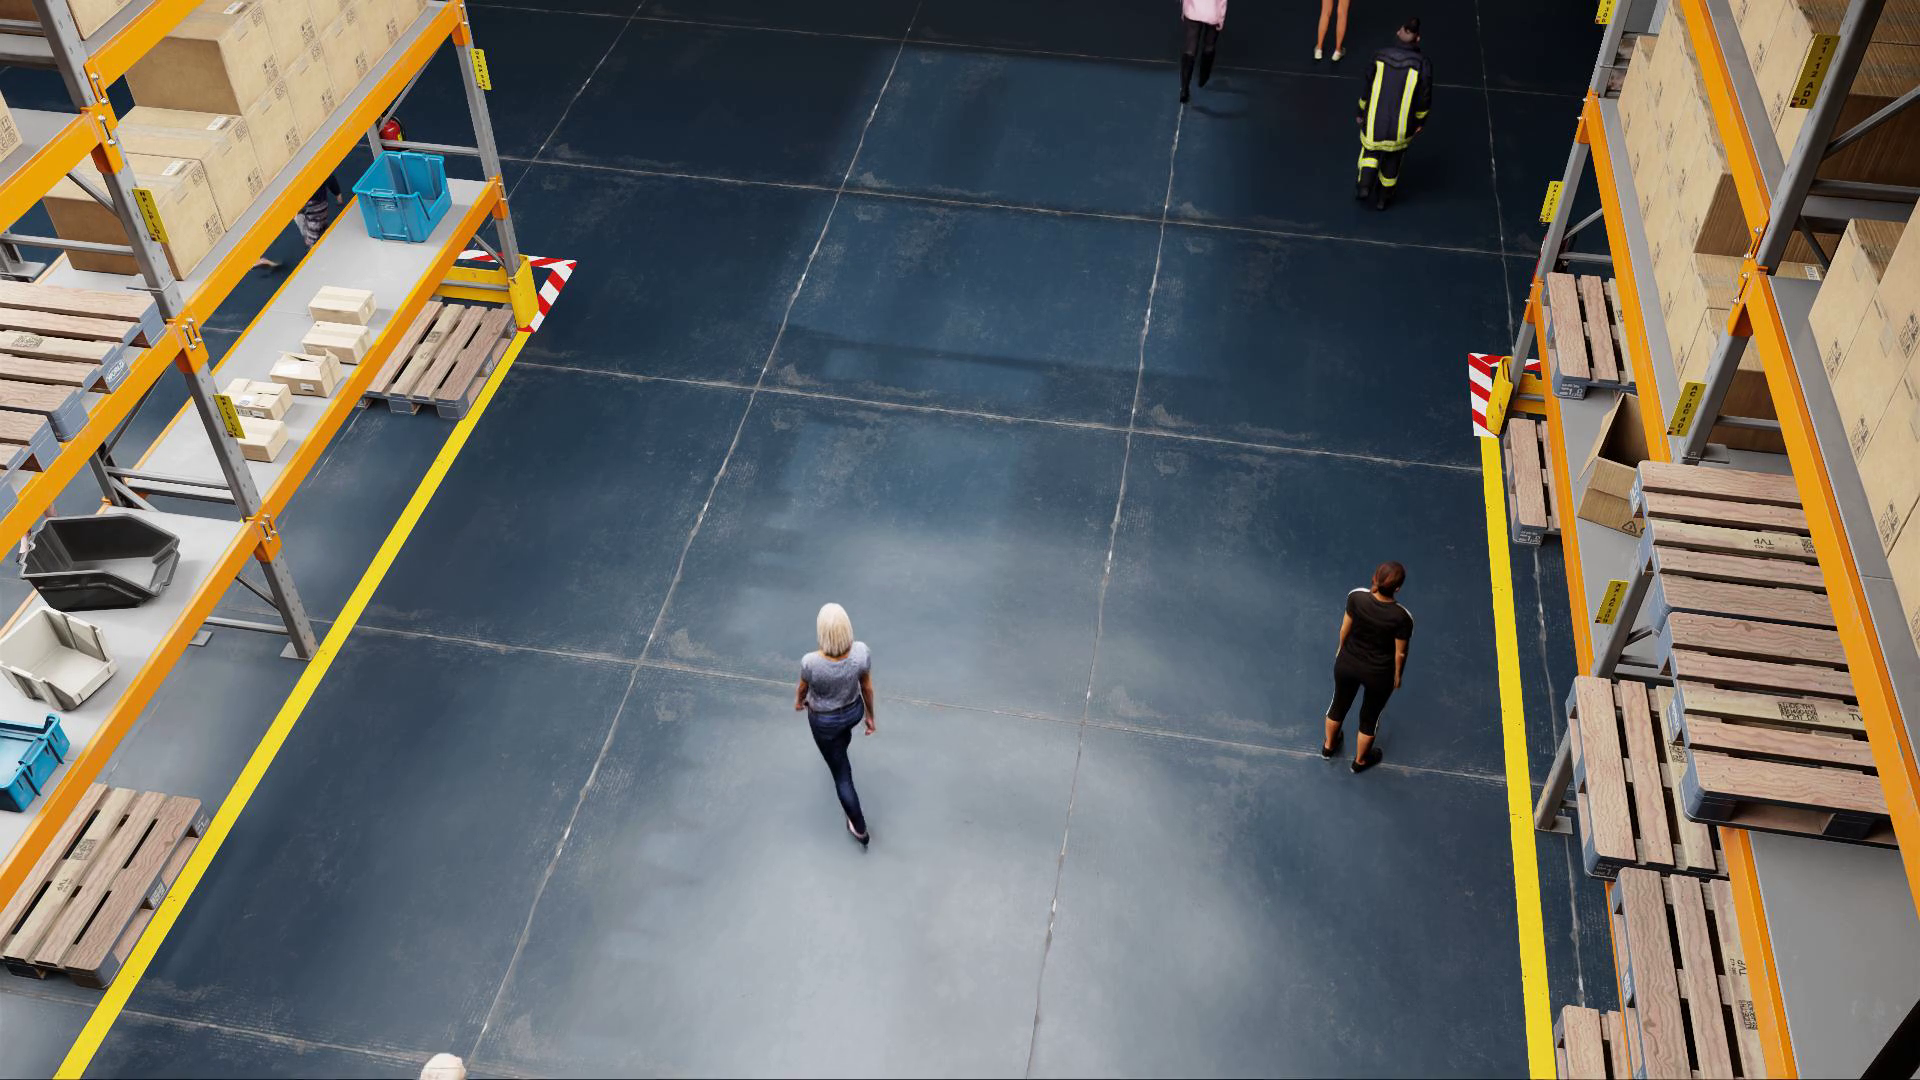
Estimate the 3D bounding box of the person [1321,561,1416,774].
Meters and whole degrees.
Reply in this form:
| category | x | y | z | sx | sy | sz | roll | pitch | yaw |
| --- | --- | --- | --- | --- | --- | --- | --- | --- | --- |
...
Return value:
| category | x | y | z | sx | sy | sz | roll | pitch | yaw |
| --- | --- | --- | --- | --- | --- | --- | --- | --- | --- |
| person | 2.454 | 0.753 | 10.028 | 0.651 | 1.668 | 0.647 | 28 | 50 | 26 |

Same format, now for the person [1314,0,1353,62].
| category | x | y | z | sx | sy | sz | roll | pitch | yaw |
| --- | --- | --- | --- | --- | --- | --- | --- | --- | --- |
| person | 3.823 | -5.696 | 16.709 | 0.600 | 1.791 | 0.586 | 13 | 45 | 13 |

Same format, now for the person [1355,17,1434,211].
| category | x | y | z | sx | sy | sz | roll | pitch | yaw |
| --- | --- | --- | --- | --- | --- | --- | --- | --- | --- |
| person | 3.755 | -3.694 | 14.563 | 0.842 | 1.851 | 0.816 | 15 | 46 | 15 |

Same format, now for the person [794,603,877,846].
| category | x | y | z | sx | sy | sz | roll | pitch | yaw |
| --- | --- | --- | --- | --- | --- | --- | --- | --- | --- |
| person | -0.689 | 1.093 | 9.666 | 0.999 | 1.676 | 1.174 | -18 | 46 | -18 |

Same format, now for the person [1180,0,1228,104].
| category | x | y | z | sx | sy | sz | roll | pitch | yaw |
| --- | --- | --- | --- | --- | --- | --- | --- | --- | --- |
| person | 2.333 | -5.042 | 16.117 | 0.705 | 1.660 | 1.092 | 13 | 45 | 14 |
